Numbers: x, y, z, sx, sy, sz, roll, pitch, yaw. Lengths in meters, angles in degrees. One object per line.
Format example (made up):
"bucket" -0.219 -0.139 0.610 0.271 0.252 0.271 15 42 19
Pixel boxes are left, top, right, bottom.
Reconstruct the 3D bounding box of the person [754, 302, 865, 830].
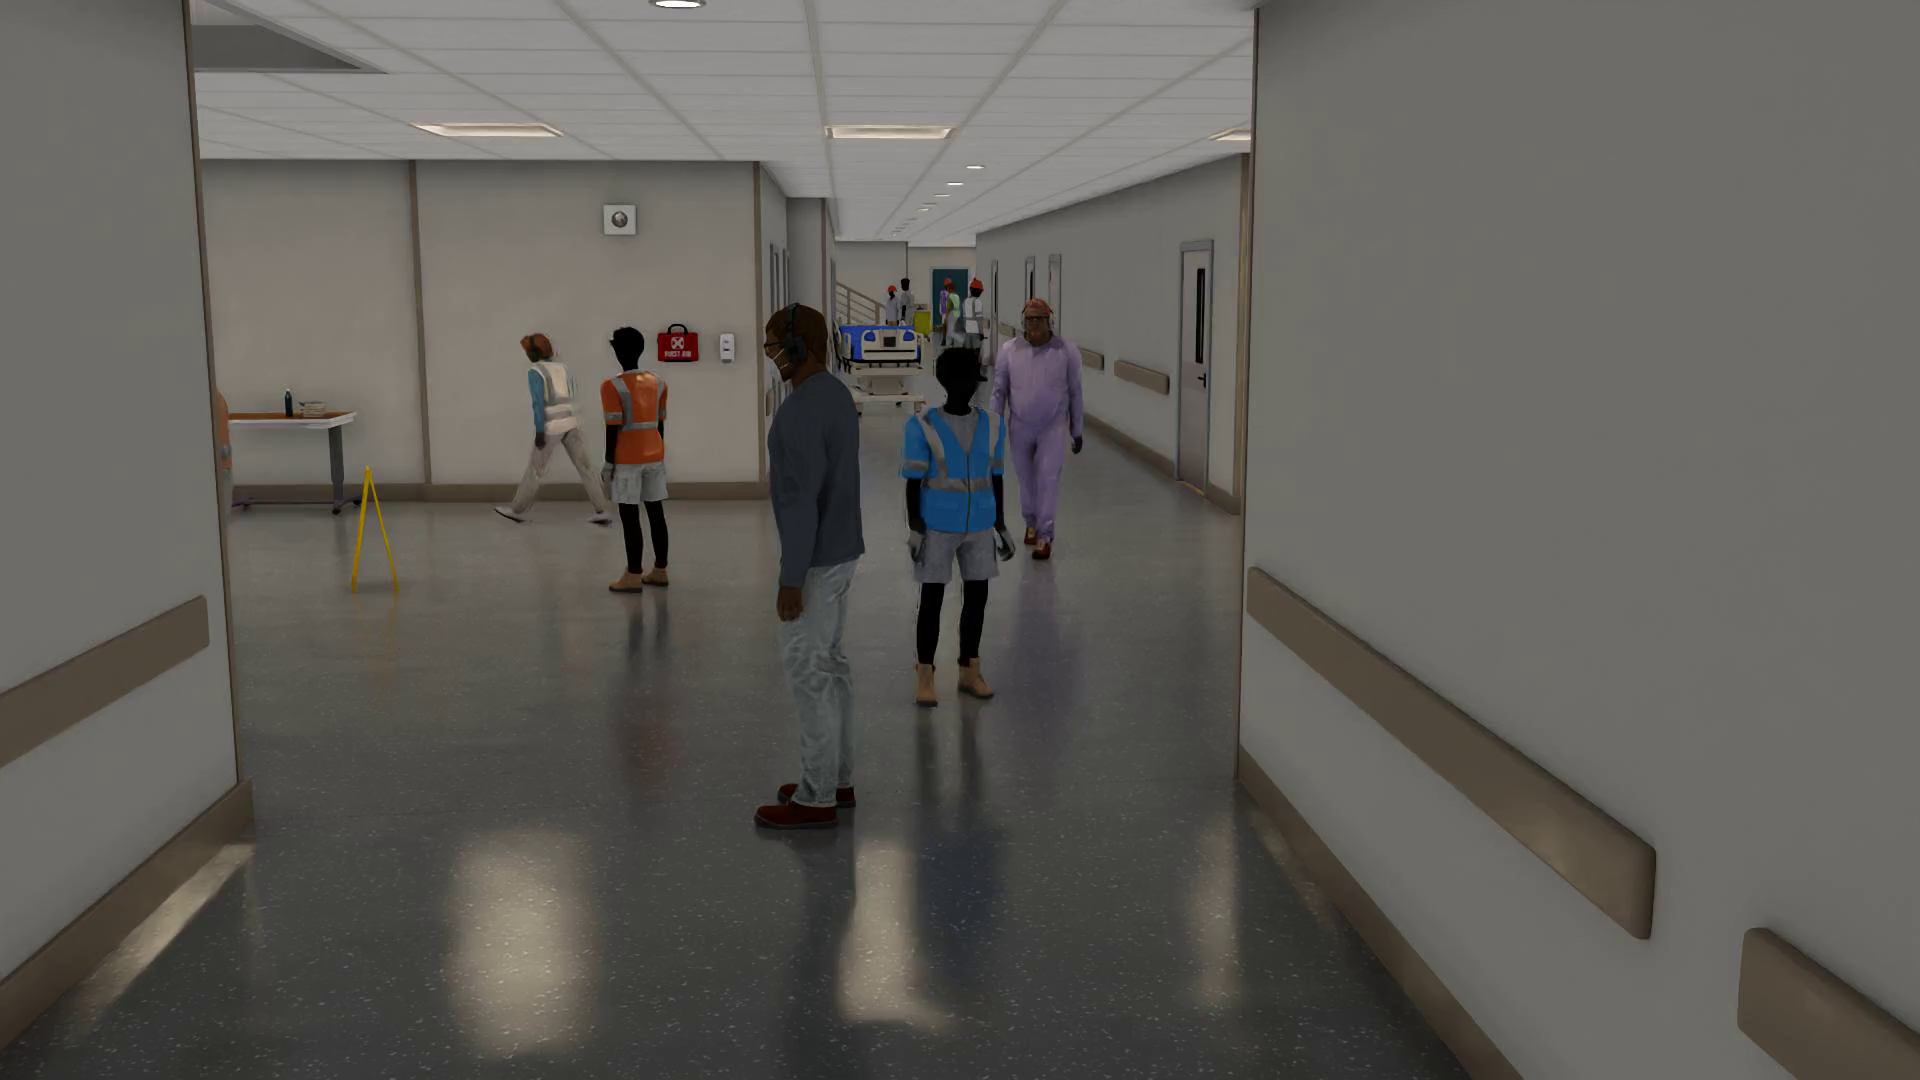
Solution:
"person" -0.547 0.094 6.138 0.386 1.928 0.641 1 9 7

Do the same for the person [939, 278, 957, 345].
"person" -0.347 -6.560 47.908 0.539 1.931 0.381 3 10 18

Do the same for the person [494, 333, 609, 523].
"person" -3.312 -0.894 13.495 0.988 1.548 0.528 3 10 20

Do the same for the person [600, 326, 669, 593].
"person" -2.079 -0.511 10.635 0.321 1.699 0.537 6 11 34

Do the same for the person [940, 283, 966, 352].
"person" -0.167 -5.854 43.789 0.733 1.825 0.582 3 10 20

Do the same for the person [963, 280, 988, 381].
"person" 0.291 -3.991 31.772 0.374 1.928 0.542 -6 11 -35

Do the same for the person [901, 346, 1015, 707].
"person" -0.011 -0.065 7.874 0.574 1.695 0.316 -4 10 -24

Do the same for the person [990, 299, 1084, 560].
"person" 0.559 -0.828 12.159 0.666 1.860 1.008 2 9 12

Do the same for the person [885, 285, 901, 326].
"person" -1.796 -5.888 44.214 0.327 1.753 0.563 -9 12 -43

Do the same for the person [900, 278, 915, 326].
"person" -1.387 -5.851 43.378 0.386 1.952 0.614 3 10 19
